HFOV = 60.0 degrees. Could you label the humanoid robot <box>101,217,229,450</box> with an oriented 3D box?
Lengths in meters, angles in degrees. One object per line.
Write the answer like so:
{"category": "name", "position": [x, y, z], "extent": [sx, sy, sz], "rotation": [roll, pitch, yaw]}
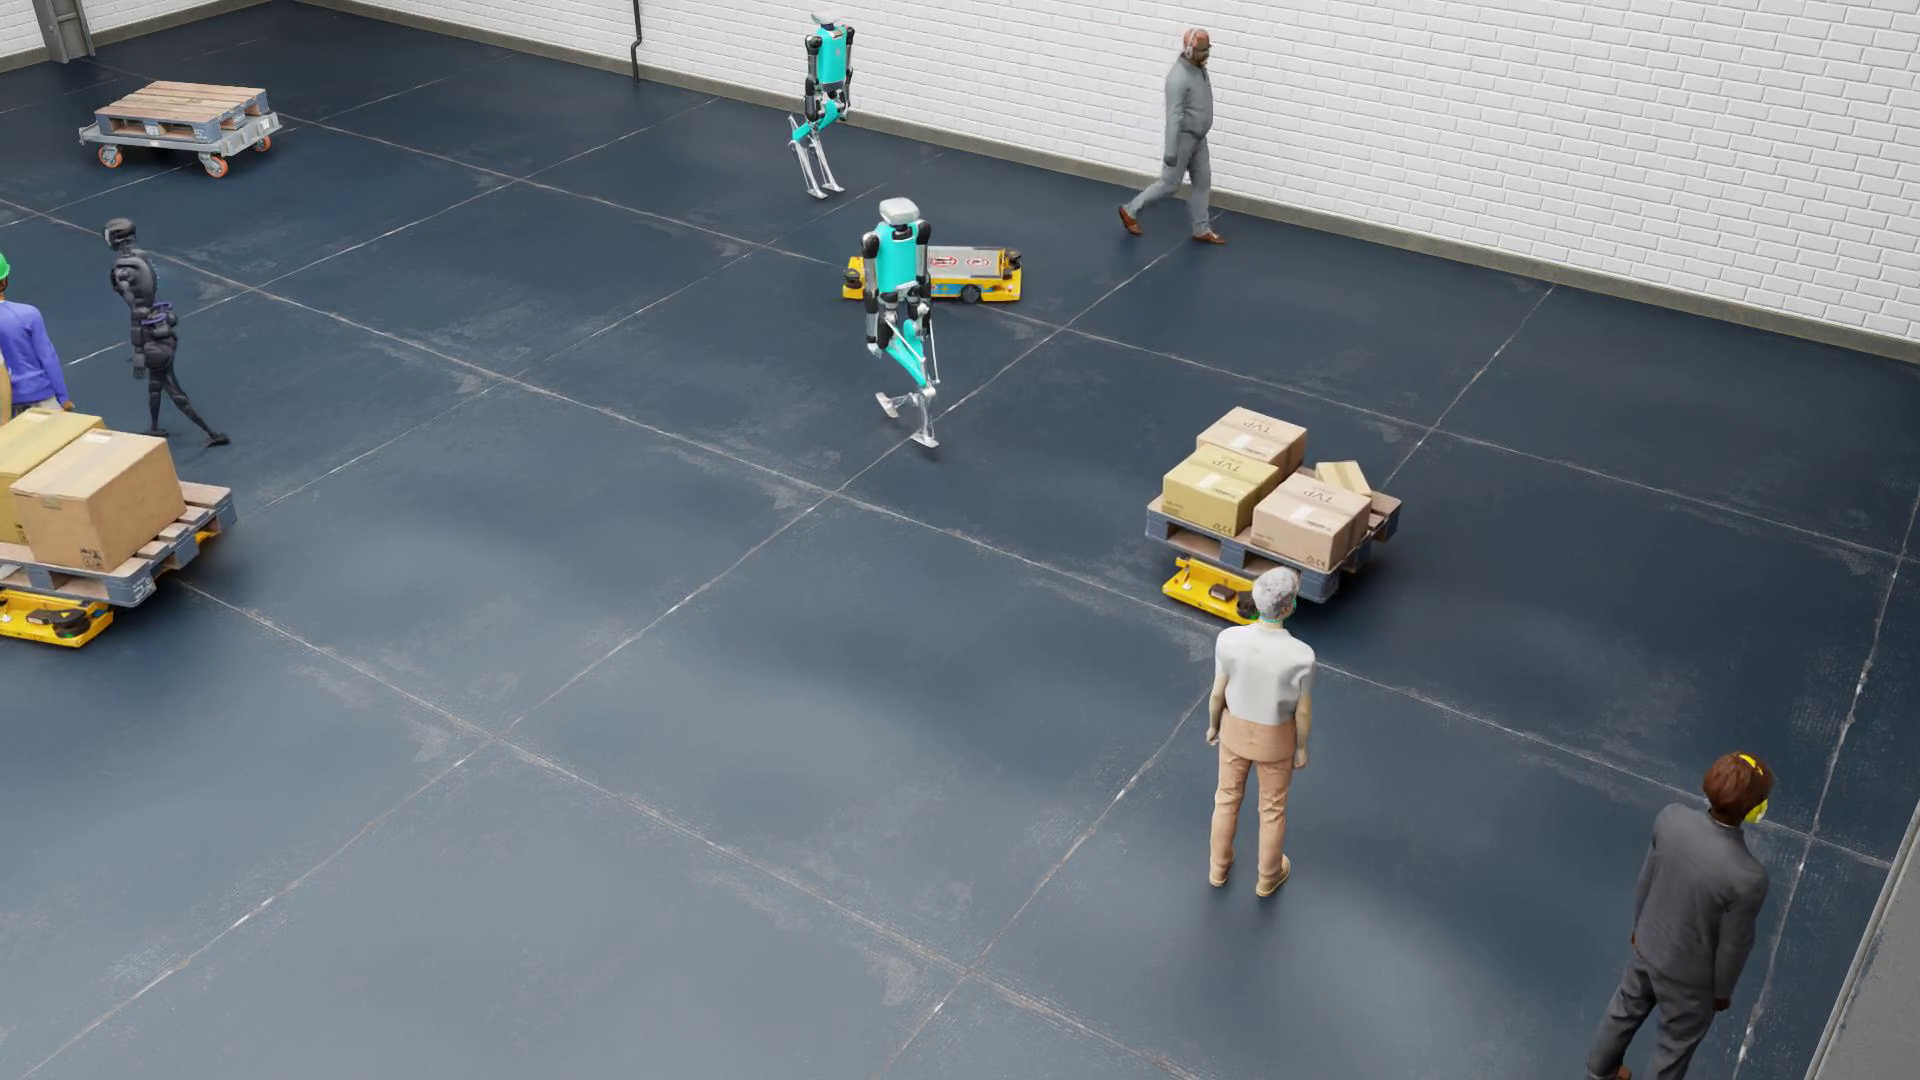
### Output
{"category": "humanoid robot", "position": [-5.407, -1.358, 11.099], "extent": [0.679, 1.644, 0.609], "rotation": [-6, 33, -9]}

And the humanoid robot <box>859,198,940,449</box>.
{"category": "humanoid robot", "position": [-0.313, -1.383, 11.046], "extent": [0.549, 1.739, 1.006], "rotation": [-24, 40, -32]}

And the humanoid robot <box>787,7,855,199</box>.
{"category": "humanoid robot", "position": [-1.308, -3.963, 14.985], "extent": [0.702, 1.713, 0.530], "rotation": [26, 41, 34]}

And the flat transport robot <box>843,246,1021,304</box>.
{"category": "flat transport robot", "position": [-0.218, -2.184, 13.655], "extent": [1.431, 0.231, 0.659], "rotation": [1, 33, 2]}

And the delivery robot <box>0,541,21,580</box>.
{"category": "delivery robot", "position": [-5.669, 0.133, 9.769], "extent": [0.499, 0.577, 0.769], "rotation": [11, 34, 17]}

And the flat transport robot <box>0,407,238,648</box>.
{"category": "flat transport robot", "position": [-5.136, 0.138, 10.041], "extent": [0.659, 0.231, 1.431], "rotation": [8, 34, 12]}

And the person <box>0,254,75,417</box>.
{"category": "person", "position": [-5.695, -0.893, 10.166], "extent": [0.460, 1.873, 0.358], "rotation": [-7, 33, -10]}

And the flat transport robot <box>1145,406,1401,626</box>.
{"category": "flat transport robot", "position": [1.890, 0.058, 10.167], "extent": [0.659, 0.231, 1.431], "rotation": [22, 39, 31]}

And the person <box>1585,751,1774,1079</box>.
{"category": "person", "position": [2.738, 1.573, 6.335], "extent": [0.342, 1.867, 0.487], "rotation": [-13, 35, -20]}

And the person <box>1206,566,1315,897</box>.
{"category": "person", "position": [1.347, 0.879, 7.524], "extent": [0.479, 1.744, 0.327], "rotation": [13, 35, 20]}

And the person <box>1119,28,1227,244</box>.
{"category": "person", "position": [1.851, -3.420, 14.099], "extent": [0.880, 1.873, 0.641], "rotation": [14, 35, 21]}

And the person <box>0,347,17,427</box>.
{"category": "person", "position": [-5.872, -0.830, 10.089], "extent": [0.568, 1.842, 0.372], "rotation": [25, 41, 34]}
